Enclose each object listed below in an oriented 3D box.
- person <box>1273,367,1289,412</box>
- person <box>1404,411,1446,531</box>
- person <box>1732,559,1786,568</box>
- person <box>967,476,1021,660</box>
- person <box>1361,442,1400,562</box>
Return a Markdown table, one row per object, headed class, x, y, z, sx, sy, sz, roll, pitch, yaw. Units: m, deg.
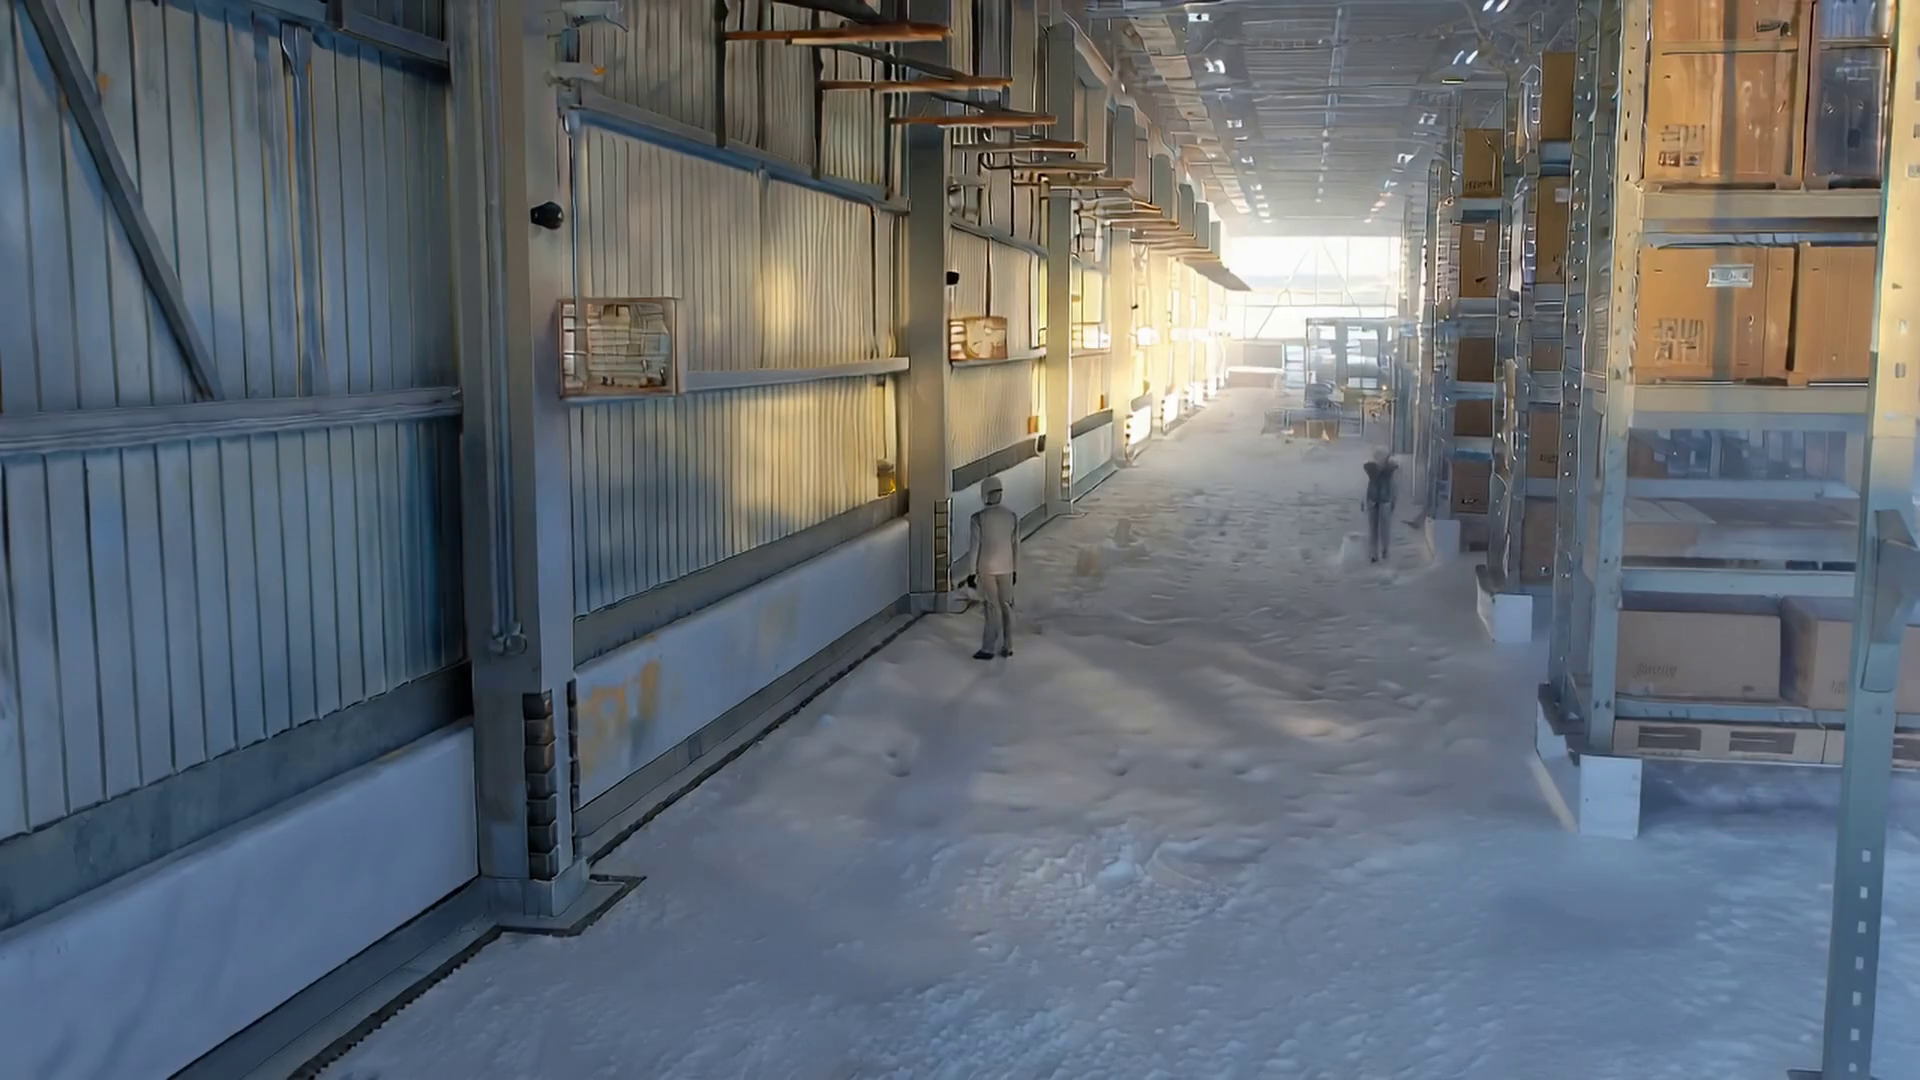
| class | x | y | z | sx | sy | sz | roll | pitch | yaw |
| --- | --- | --- | --- | --- | --- | --- | --- | --- | --- |
| person | 12.009 | -5.589 | 62.354 | 0.573 | 1.826 | 0.677 | 0 | 7 | -2 |
| person | 7.363 | -1.068 | 25.904 | 0.954 | 1.878 | 0.586 | 0 | 7 | 0 |
| person | 6.232 | 0.484 | 13.169 | 0.714 | 1.970 | 0.618 | -1 | 7 | -9 |
| person | 0.310 | 0.263 | 15.786 | 0.560 | 1.743 | 0.338 | -4 | 8 | -31 |
| person | 5.673 | -0.516 | 22.483 | 0.513 | 1.630 | 0.416 | 2 | 7 | 13 |
